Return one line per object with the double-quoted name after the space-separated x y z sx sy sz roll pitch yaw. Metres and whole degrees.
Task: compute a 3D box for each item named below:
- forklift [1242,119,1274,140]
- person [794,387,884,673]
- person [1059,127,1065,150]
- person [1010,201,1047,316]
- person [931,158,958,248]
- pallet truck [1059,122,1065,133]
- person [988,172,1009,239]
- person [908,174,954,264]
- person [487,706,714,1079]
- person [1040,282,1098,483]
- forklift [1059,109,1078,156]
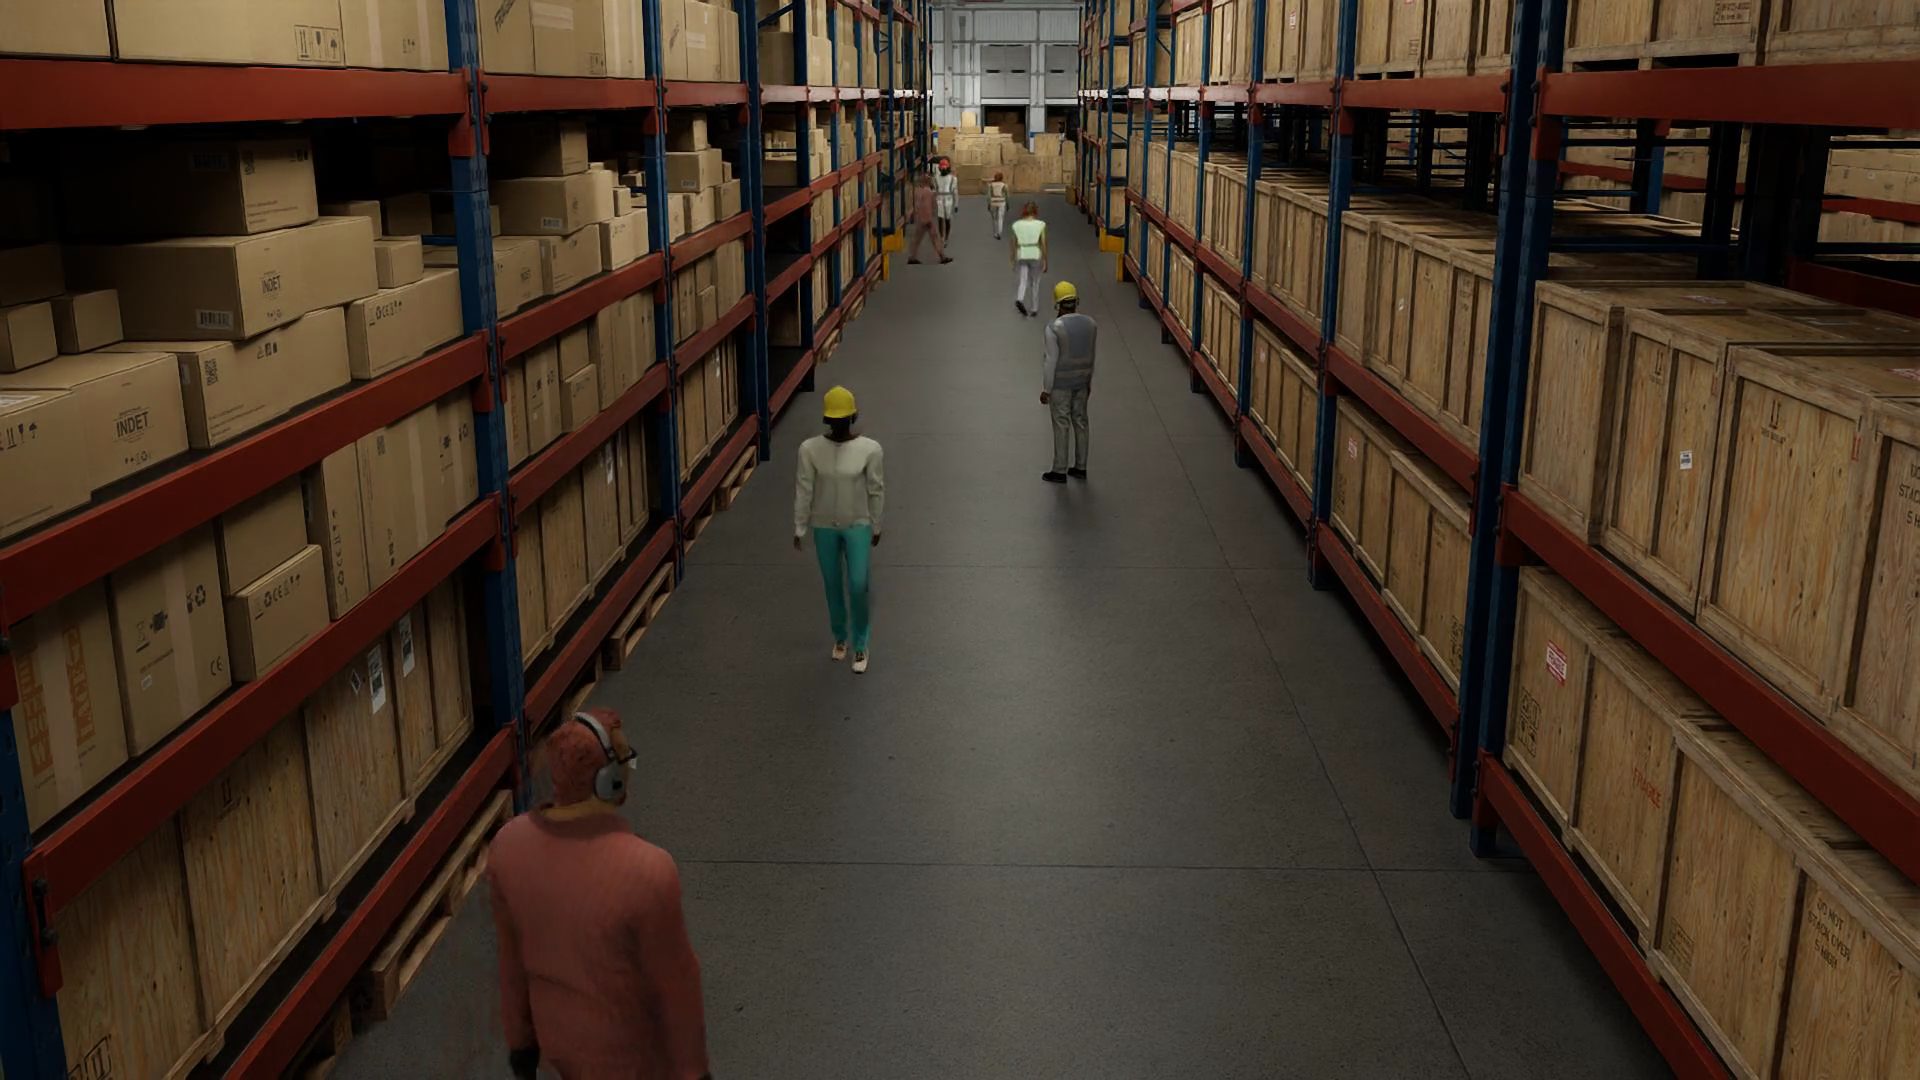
7.559 -9.449 42.948 1.129 2.768 1.873 -7 16 -23 "forklift"
-0.745 -0.057 10.165 0.533 1.745 0.676 1 15 5 "person"
4.952 -19.282 81.452 0.578 1.878 0.348 -1 15 -4 "person"
1.078 -4.419 26.244 0.583 1.822 0.644 3 15 10 "person"
-0.364 -7.773 38.351 0.611 2.022 0.800 -1 15 -2 "person"
5.788 -21.111 88.014 1.885 1.965 0.823 5 16 18 "pallet truck"
0.931 -8.131 40.472 0.528 1.606 0.821 2 15 6 "person"
-0.648 -6.641 34.447 0.986 1.852 0.664 -6 16 -21 "person"
-1.006 1.378 4.571 0.647 1.881 0.863 11 19 36 "person"
0.967 -1.427 15.109 0.586 1.823 0.403 -11 19 -35 "person"
4.824 -16.912 70.716 1.873 2.768 1.129 -11 18 -34 "forklift"
